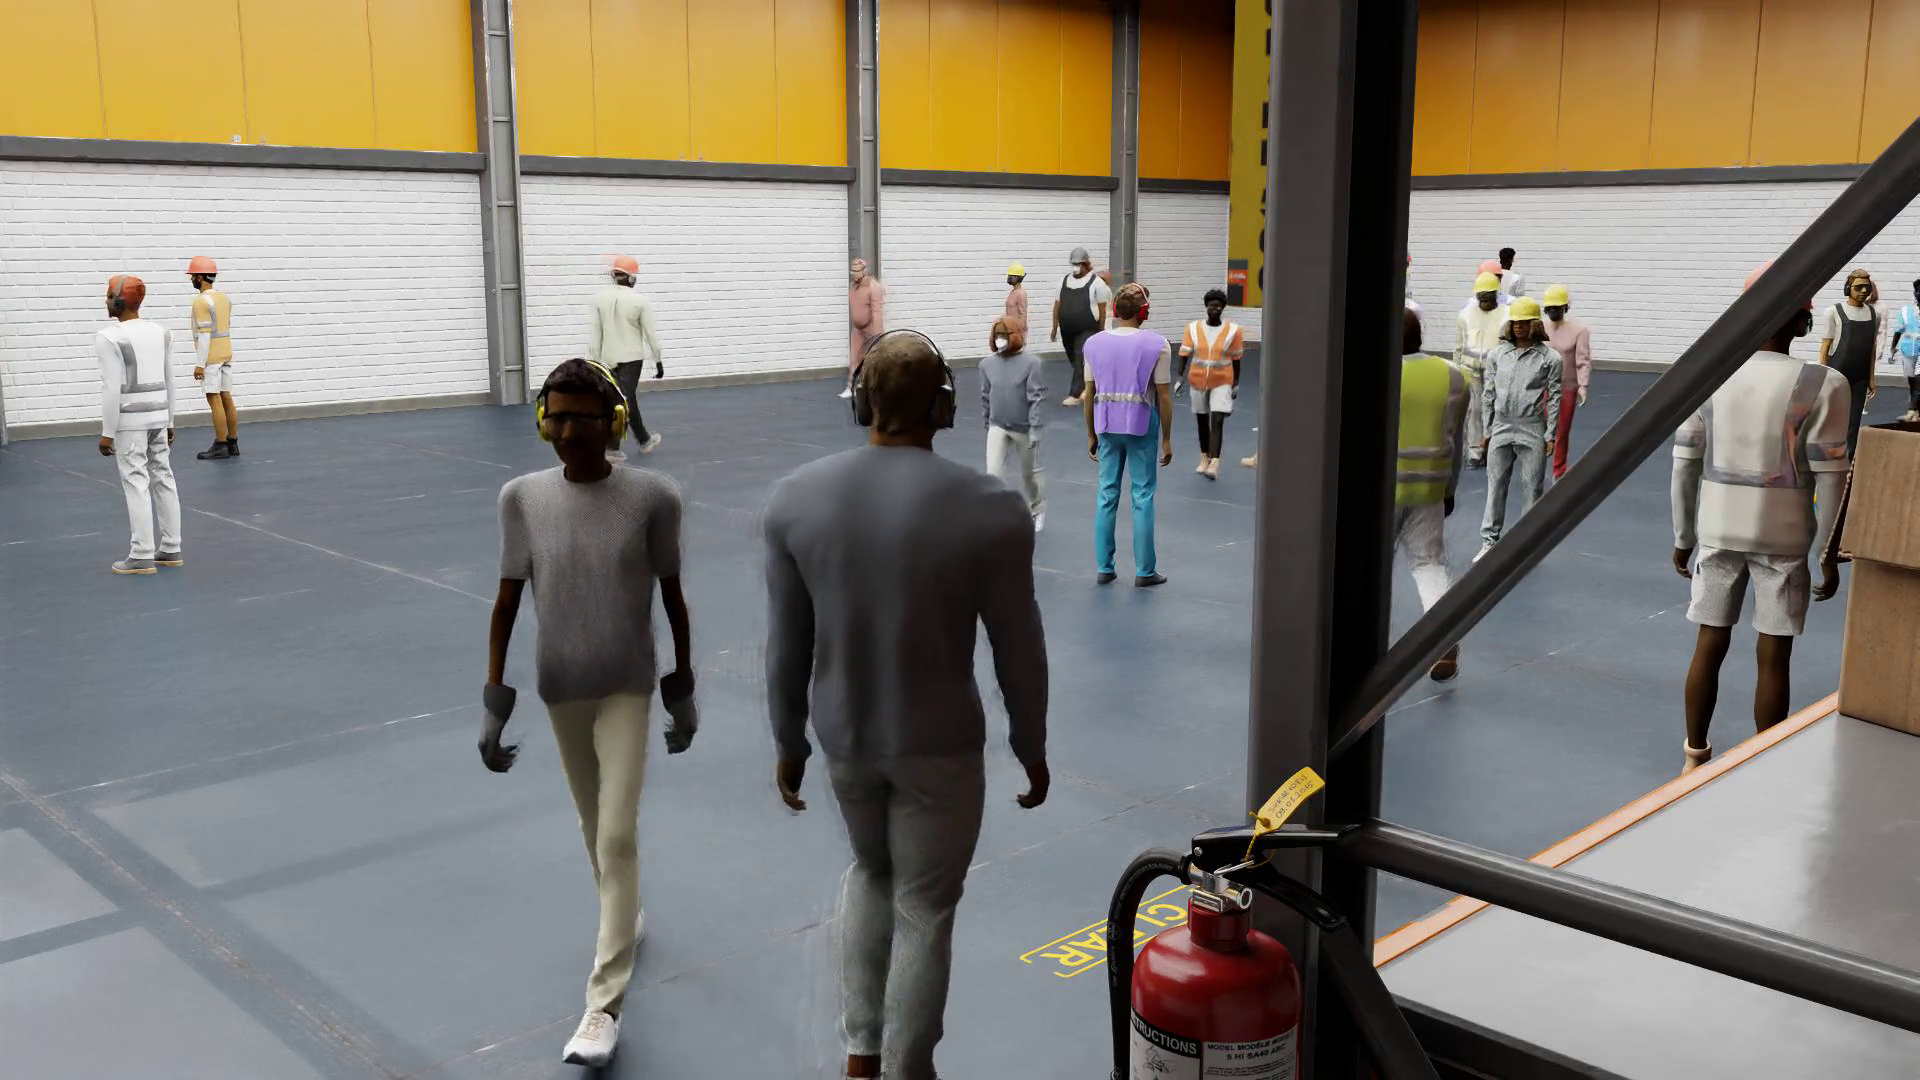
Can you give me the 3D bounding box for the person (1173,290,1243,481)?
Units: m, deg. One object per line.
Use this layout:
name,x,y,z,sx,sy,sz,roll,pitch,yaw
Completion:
person,2.173,-1.358,14.568,0.555,1.649,0.860,4,11,19

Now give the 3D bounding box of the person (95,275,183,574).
person,-5.204,-0.727,10.534,0.350,1.884,0.583,3,11,17

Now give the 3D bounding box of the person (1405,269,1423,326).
person,3.994,-1.644,15.519,0.605,1.891,0.899,5,11,24

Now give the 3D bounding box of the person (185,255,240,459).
person,-7.161,-1.737,15.894,0.361,1.940,0.543,0,10,3

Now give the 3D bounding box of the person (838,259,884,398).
person,-1.170,-2.814,22.104,0.647,1.832,1.044,10,14,43

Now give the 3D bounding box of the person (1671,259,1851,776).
person,2.975,-0.013,6.204,0.372,2.043,0.615,-10,14,-43

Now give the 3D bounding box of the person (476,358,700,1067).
person,-1.011,0.419,4.492,0.549,1.810,0.999,1,10,4

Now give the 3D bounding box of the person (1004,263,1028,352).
person,0.721,-2.700,21.608,0.309,1.772,0.525,-3,11,-18

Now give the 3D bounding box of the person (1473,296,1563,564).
person,3.592,-0.686,10.693,0.487,1.744,0.312,6,12,31

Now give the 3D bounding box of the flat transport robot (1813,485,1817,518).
flat transport robot,6.630,-0.251,12.340,0.652,0.197,1.431,-6,12,-31

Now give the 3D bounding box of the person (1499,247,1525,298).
person,7.692,-3.160,23.574,0.607,1.966,0.373,7,13,35

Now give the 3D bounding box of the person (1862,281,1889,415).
person,10.702,-2.274,19.733,0.509,1.600,0.457,6,12,29

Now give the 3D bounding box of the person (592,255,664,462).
person,-3.153,-1.742,15.926,0.651,1.935,1.042,5,11,24

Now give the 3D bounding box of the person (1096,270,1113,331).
person,2.224,-3.322,25.438,0.830,1.604,0.510,2,11,8

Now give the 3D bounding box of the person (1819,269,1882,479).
person,7.584,-1.379,14.200,0.508,1.846,0.345,-1,10,-5

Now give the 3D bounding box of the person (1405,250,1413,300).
person,7.020,-3.722,26.812,0.787,1.912,0.552,9,14,42

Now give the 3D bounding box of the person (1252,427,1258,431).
person,3.661,-1.969,18.103,0.844,1.597,0.523,-3,11,-18

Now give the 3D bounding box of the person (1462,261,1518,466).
person,5.006,-1.660,15.606,0.577,1.883,0.859,5,12,26

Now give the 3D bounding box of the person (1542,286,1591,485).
person,4.954,-1.250,13.848,0.531,1.714,0.904,4,11,21

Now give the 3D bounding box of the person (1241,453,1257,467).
person,3.047,-1.568,15.310,0.832,1.819,0.633,-1,10,-4

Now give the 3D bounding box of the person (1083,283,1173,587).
person,1.014,-0.628,10.100,0.565,1.846,0.390,5,12,25

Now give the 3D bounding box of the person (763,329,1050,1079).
person,-0.109,0.471,3.910,0.649,1.917,0.560,4,11,20

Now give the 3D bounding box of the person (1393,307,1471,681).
person,2.135,-0.216,7.978,0.635,1.806,0.808,-1,10,-5

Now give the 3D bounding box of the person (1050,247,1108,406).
person,1.535,-2.761,21.198,0.684,2.000,1.020,7,12,32

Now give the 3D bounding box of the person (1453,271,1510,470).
person,4.845,-1.559,15.293,0.604,1.812,0.604,6,12,28

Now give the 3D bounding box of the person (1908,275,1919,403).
person,12.302,-2.715,20.944,0.389,2.041,0.614,-2,11,-13

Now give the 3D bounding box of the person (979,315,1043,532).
person,0.377,-0.789,11.685,0.495,1.589,0.862,4,11,19

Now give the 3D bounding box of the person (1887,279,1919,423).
person,10.601,-2.069,18.469,0.860,1.650,0.552,-7,12,-33
